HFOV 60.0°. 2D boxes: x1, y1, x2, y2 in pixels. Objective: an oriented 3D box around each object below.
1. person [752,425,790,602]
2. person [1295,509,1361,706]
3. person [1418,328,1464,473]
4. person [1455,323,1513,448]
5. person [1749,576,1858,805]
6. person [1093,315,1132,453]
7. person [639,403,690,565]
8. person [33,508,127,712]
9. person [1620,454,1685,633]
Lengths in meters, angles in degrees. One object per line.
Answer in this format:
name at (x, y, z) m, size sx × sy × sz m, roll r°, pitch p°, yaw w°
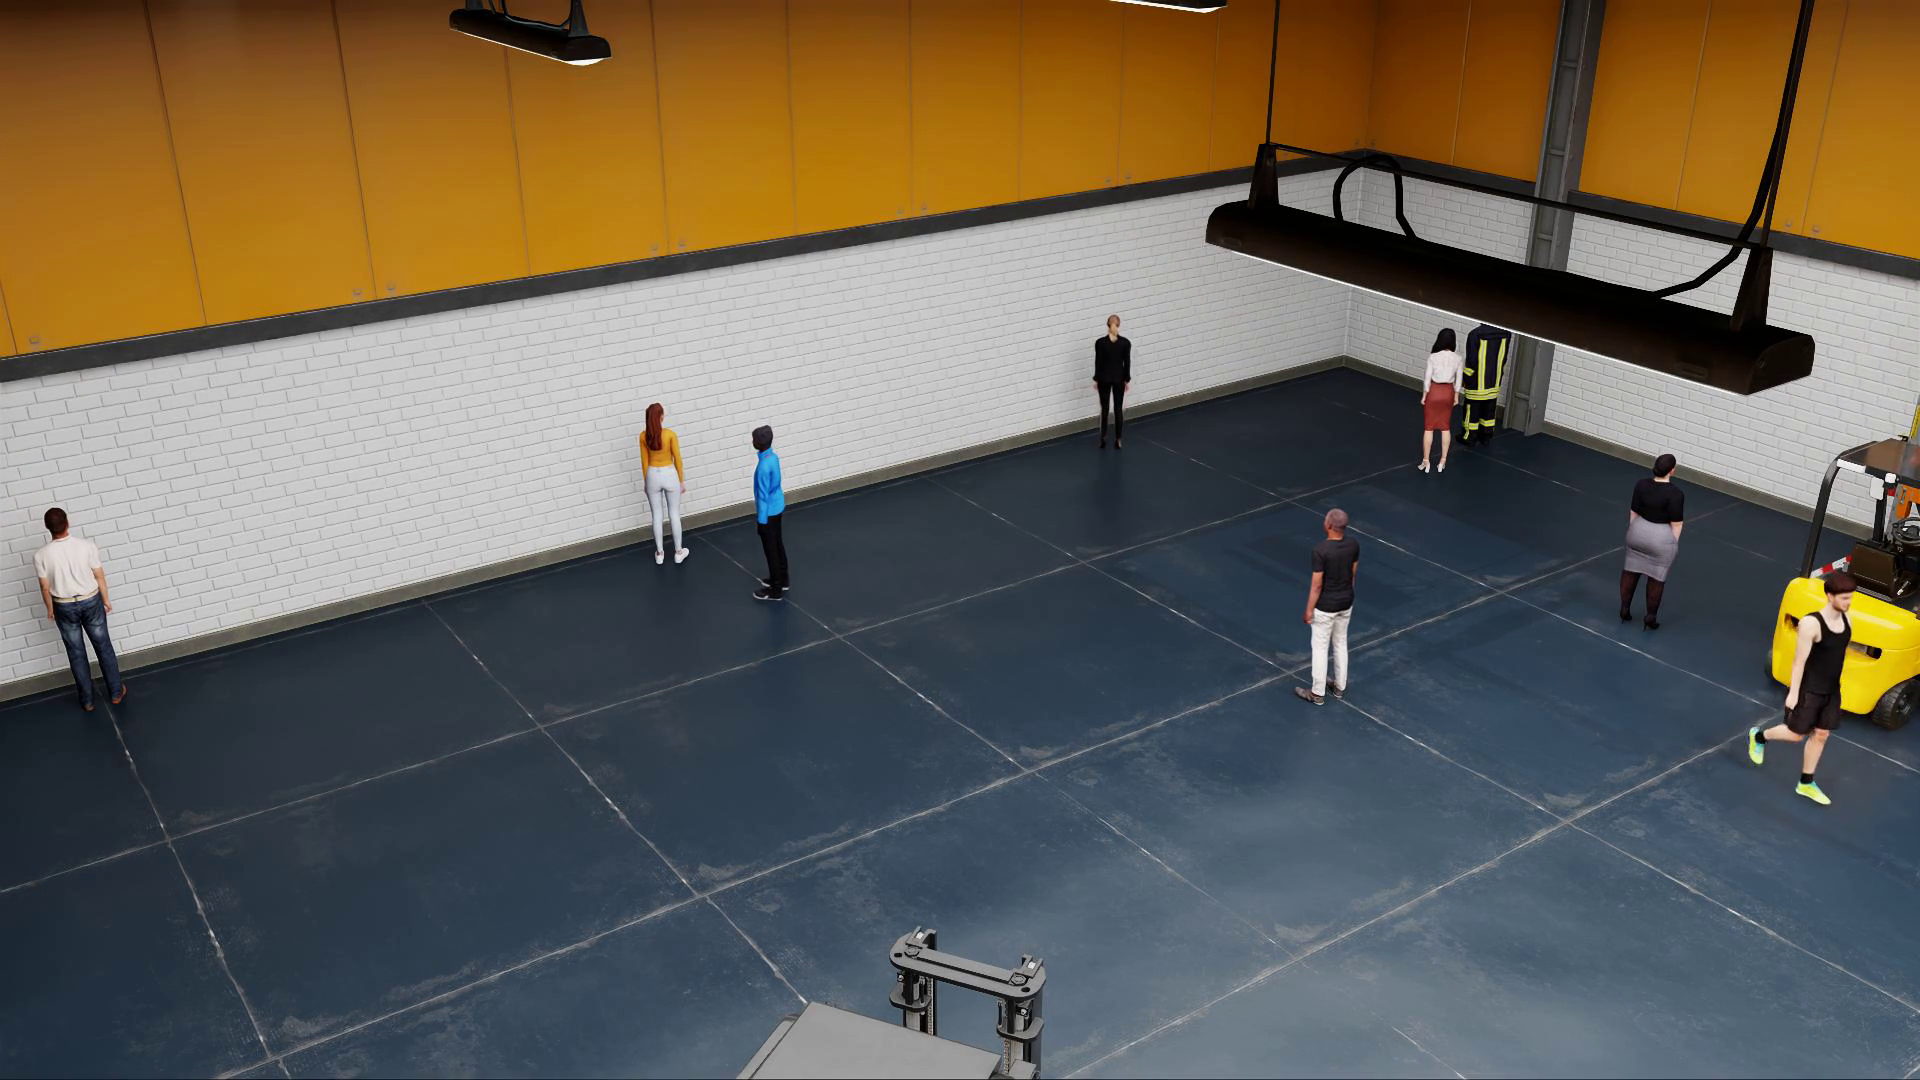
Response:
person at (-1.861, -0.279, 16.414) m, size 0.749 × 1.795 × 0.679 m, roll 3°, pitch 24°, yaw 6°
person at (3.226, 0.573, 14.453) m, size 0.674 × 1.805 × 0.629 m, roll -12°, pitch 26°, yaw -25°
person at (5.647, -1.647, 19.601) m, size 0.680 × 1.750 × 0.696 m, roll 0°, pitch 24°, yaw -1°
person at (6.442, -2.055, 20.442) m, size 0.835 × 1.823 × 0.803 m, roll -6°, pitch 24°, yaw -14°
person at (6.679, 1.127, 13.100) m, size 0.815 × 1.873 × 1.083 m, roll -10°, pitch 26°, yaw -22°
person at (1.845, -1.914, 20.266) m, size 0.700 × 1.706 × 0.722 m, roll 0°, pitch 24°, yaw 0°
person at (-3.073, -0.592, 17.186) m, size 0.693 × 1.751 × 0.731 m, roll 0°, pitch 24°, yaw 0°
person at (-7.614, 0.586, 14.359) m, size 0.675 × 1.856 × 0.593 m, roll -13°, pitch 27°, yaw -27°
person at (6.567, 0.011, 15.794) m, size 0.738 × 1.760 × 0.571 m, roll -19°, pitch 30°, yaw -36°
